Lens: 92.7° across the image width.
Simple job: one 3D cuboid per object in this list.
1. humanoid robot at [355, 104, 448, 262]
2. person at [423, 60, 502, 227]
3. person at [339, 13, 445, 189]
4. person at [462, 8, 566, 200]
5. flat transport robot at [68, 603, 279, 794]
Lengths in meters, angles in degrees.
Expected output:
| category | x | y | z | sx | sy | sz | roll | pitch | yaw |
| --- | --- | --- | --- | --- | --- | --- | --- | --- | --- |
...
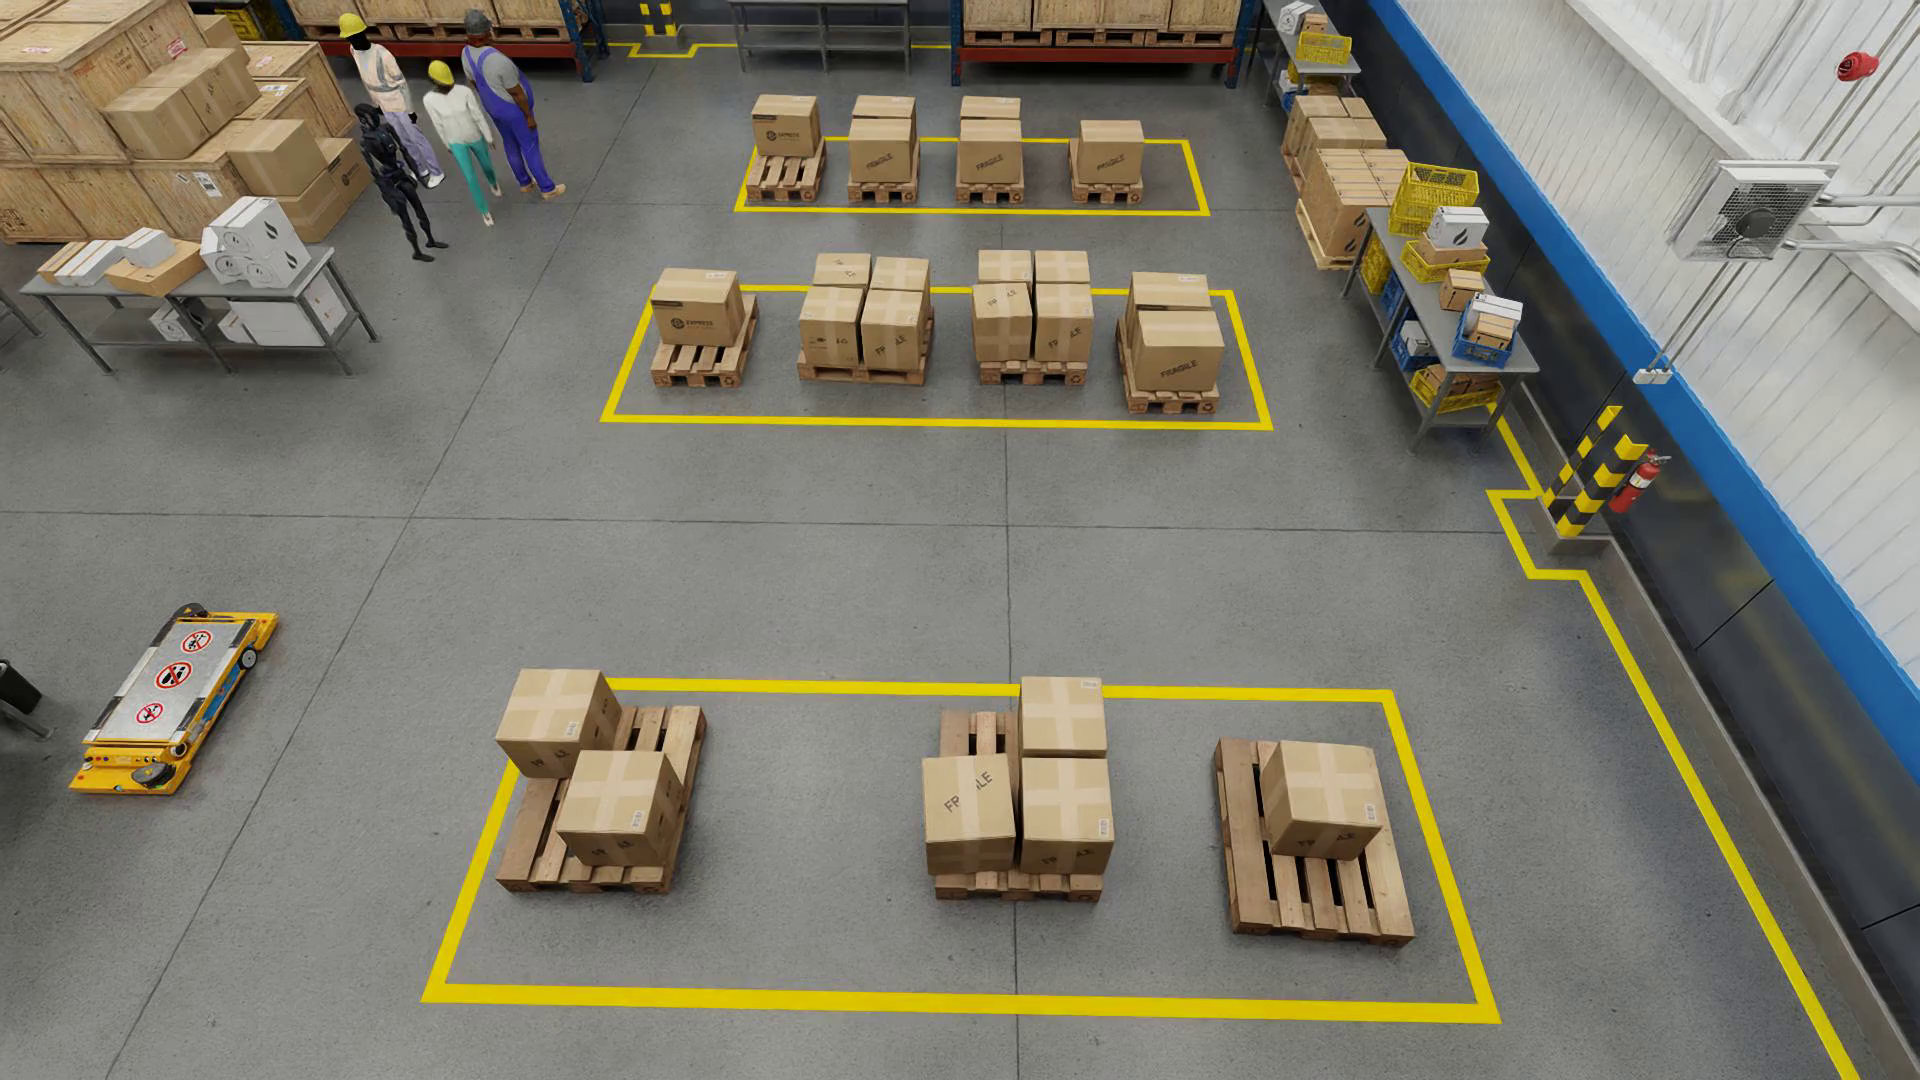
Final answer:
| category | x | y | z | sx | sy | sz | roll | pitch | yaw |
| --- | --- | --- | --- | --- | --- | --- | --- | --- | --- |
| humanoid robot | -5.875 | -3.736 | 9.602 | 0.360 | 1.647 | 0.570 | 9 | 50 | 7 |
| person | -5.512 | -4.491 | 10.208 | 0.525 | 1.725 | 0.749 | -26 | 55 | -21 |
| person | -6.527 | -5.006 | 10.517 | 0.591 | 1.925 | 0.382 | 18 | 52 | 15 |
| person | -5.057 | -4.891 | 10.346 | 0.681 | 2.000 | 0.537 | 21 | 53 | 17 |
| flat transport robot | -5.504 | 1.072 | 6.442 | 0.652 | 0.197 | 1.431 | 1 | 50 | 1 |
